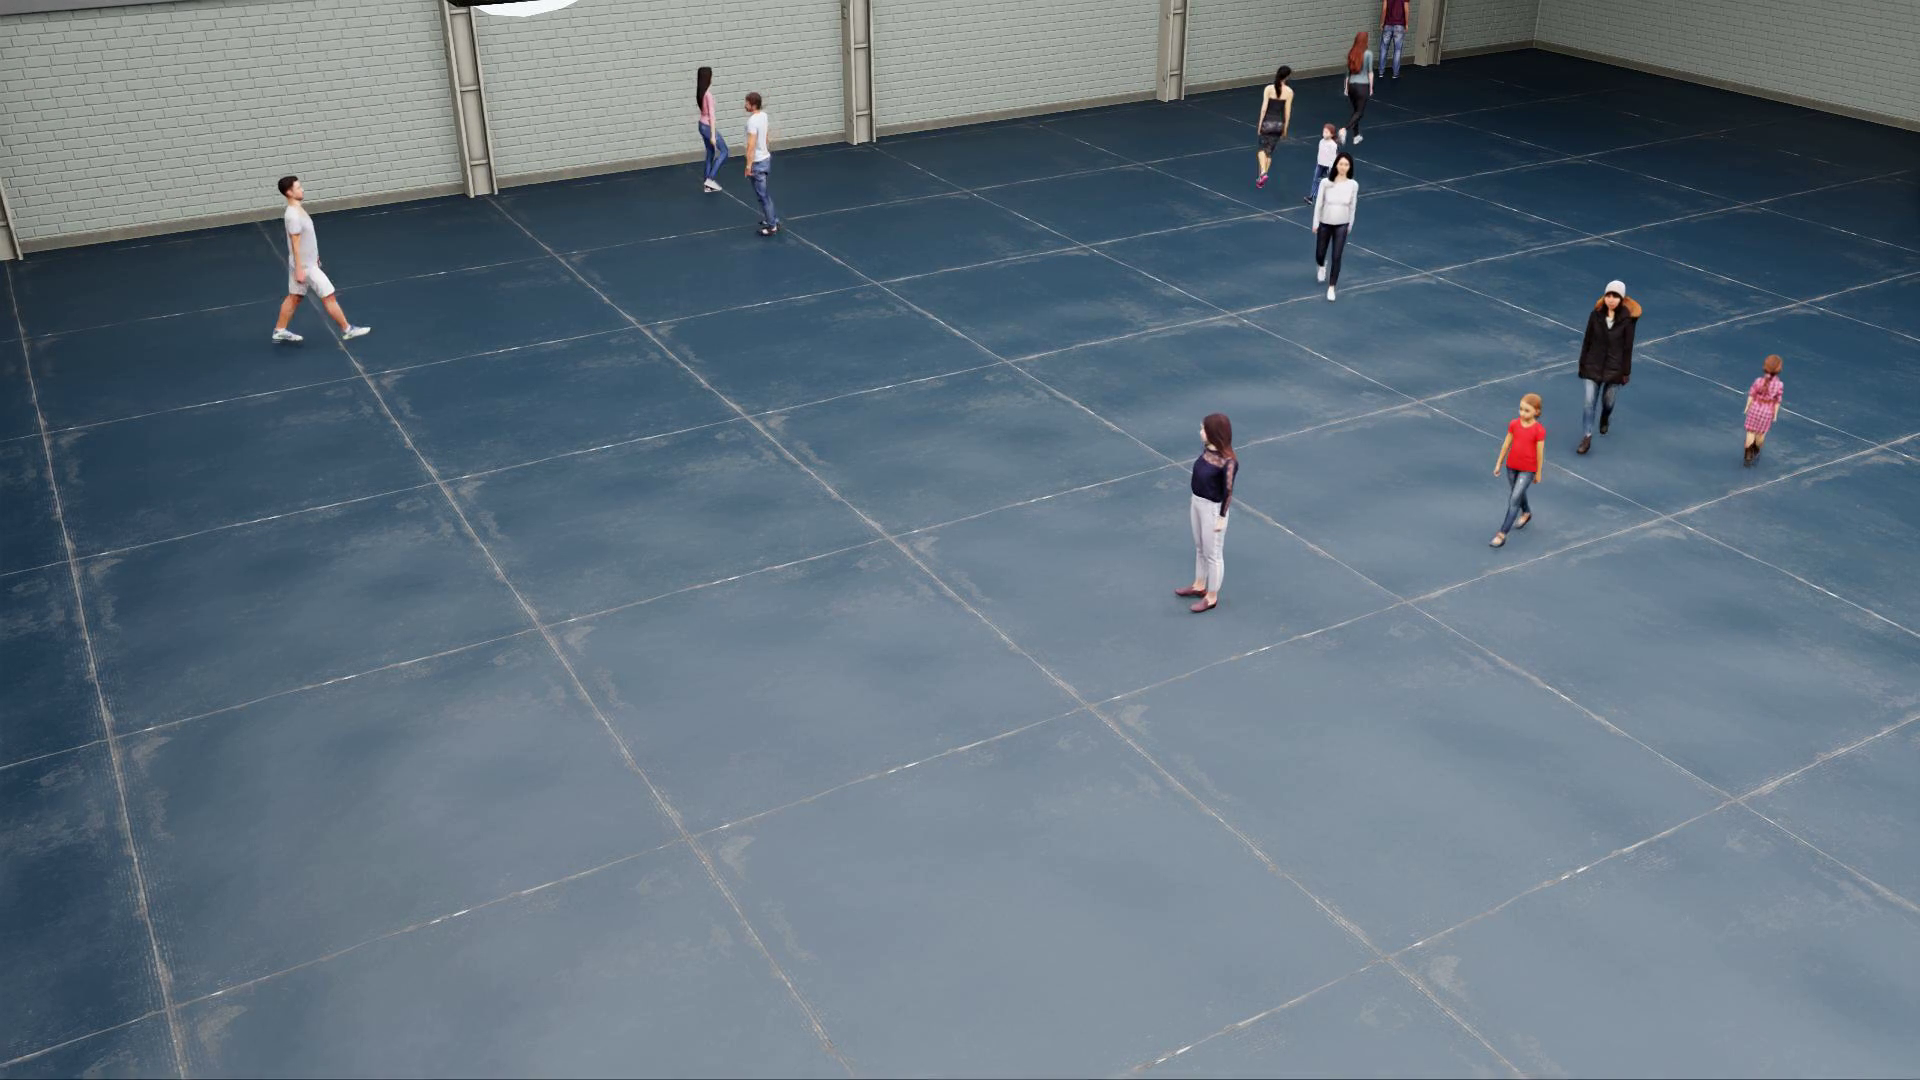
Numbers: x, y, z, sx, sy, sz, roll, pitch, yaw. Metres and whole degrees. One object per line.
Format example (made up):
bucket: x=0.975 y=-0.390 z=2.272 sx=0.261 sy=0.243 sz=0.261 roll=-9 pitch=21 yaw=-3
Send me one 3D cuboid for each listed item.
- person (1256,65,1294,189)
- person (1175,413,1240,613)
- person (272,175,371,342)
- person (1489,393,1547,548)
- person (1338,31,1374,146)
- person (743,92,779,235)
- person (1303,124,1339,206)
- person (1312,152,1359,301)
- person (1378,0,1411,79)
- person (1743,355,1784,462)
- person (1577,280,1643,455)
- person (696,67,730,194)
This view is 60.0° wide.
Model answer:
person: x=4.386 y=-5.728 z=23.229 sx=0.767 sy=1.698 sz=0.827 roll=1 pitch=27 yaw=1
person: x=1.885 y=-0.221 z=12.631 sx=0.608 sy=1.610 sz=0.648 roll=-8 pitch=28 yaw=-15
person: x=-7.063 y=-2.924 z=17.659 sx=1.291 sy=1.811 sz=0.848 roll=-9 pitch=29 yaw=-17
person: x=4.676 y=-0.614 z=13.747 sx=0.937 sy=1.285 sz=0.602 roll=-21 pitch=34 yaw=-35
person: x=6.046 y=-6.849 z=25.380 sx=0.787 sy=1.721 sz=1.113 roll=22 pitch=35 yaw=36
person: x=-2.531 y=-4.818 z=21.304 sx=0.823 sy=1.843 sz=0.771 roll=13 pitch=30 yaw=24
person: x=5.036 y=-5.131 z=22.736 sx=0.775 sy=1.086 sz=0.547 roll=-23 pitch=35 yaw=-37
person: x=4.318 y=-3.657 z=19.220 sx=0.928 sy=1.687 sz=0.960 roll=4 pitch=27 yaw=7
person: x=7.843 y=-9.316 z=30.026 sx=0.743 sy=1.854 sz=0.744 roll=14 pitch=30 yaw=25
person: x=7.299 y=-1.188 z=15.153 sx=0.612 sy=1.019 sz=0.723 roll=13 pitch=30 yaw=24
person: x=5.953 y=-1.607 z=15.312 sx=0.853 sy=1.618 sz=0.978 roll=15 pitch=31 yaw=27
person: x=-3.557 y=-5.682 z=23.101 sx=0.595 sy=1.733 sz=0.600 roll=-13 pitch=30 yaw=-23
